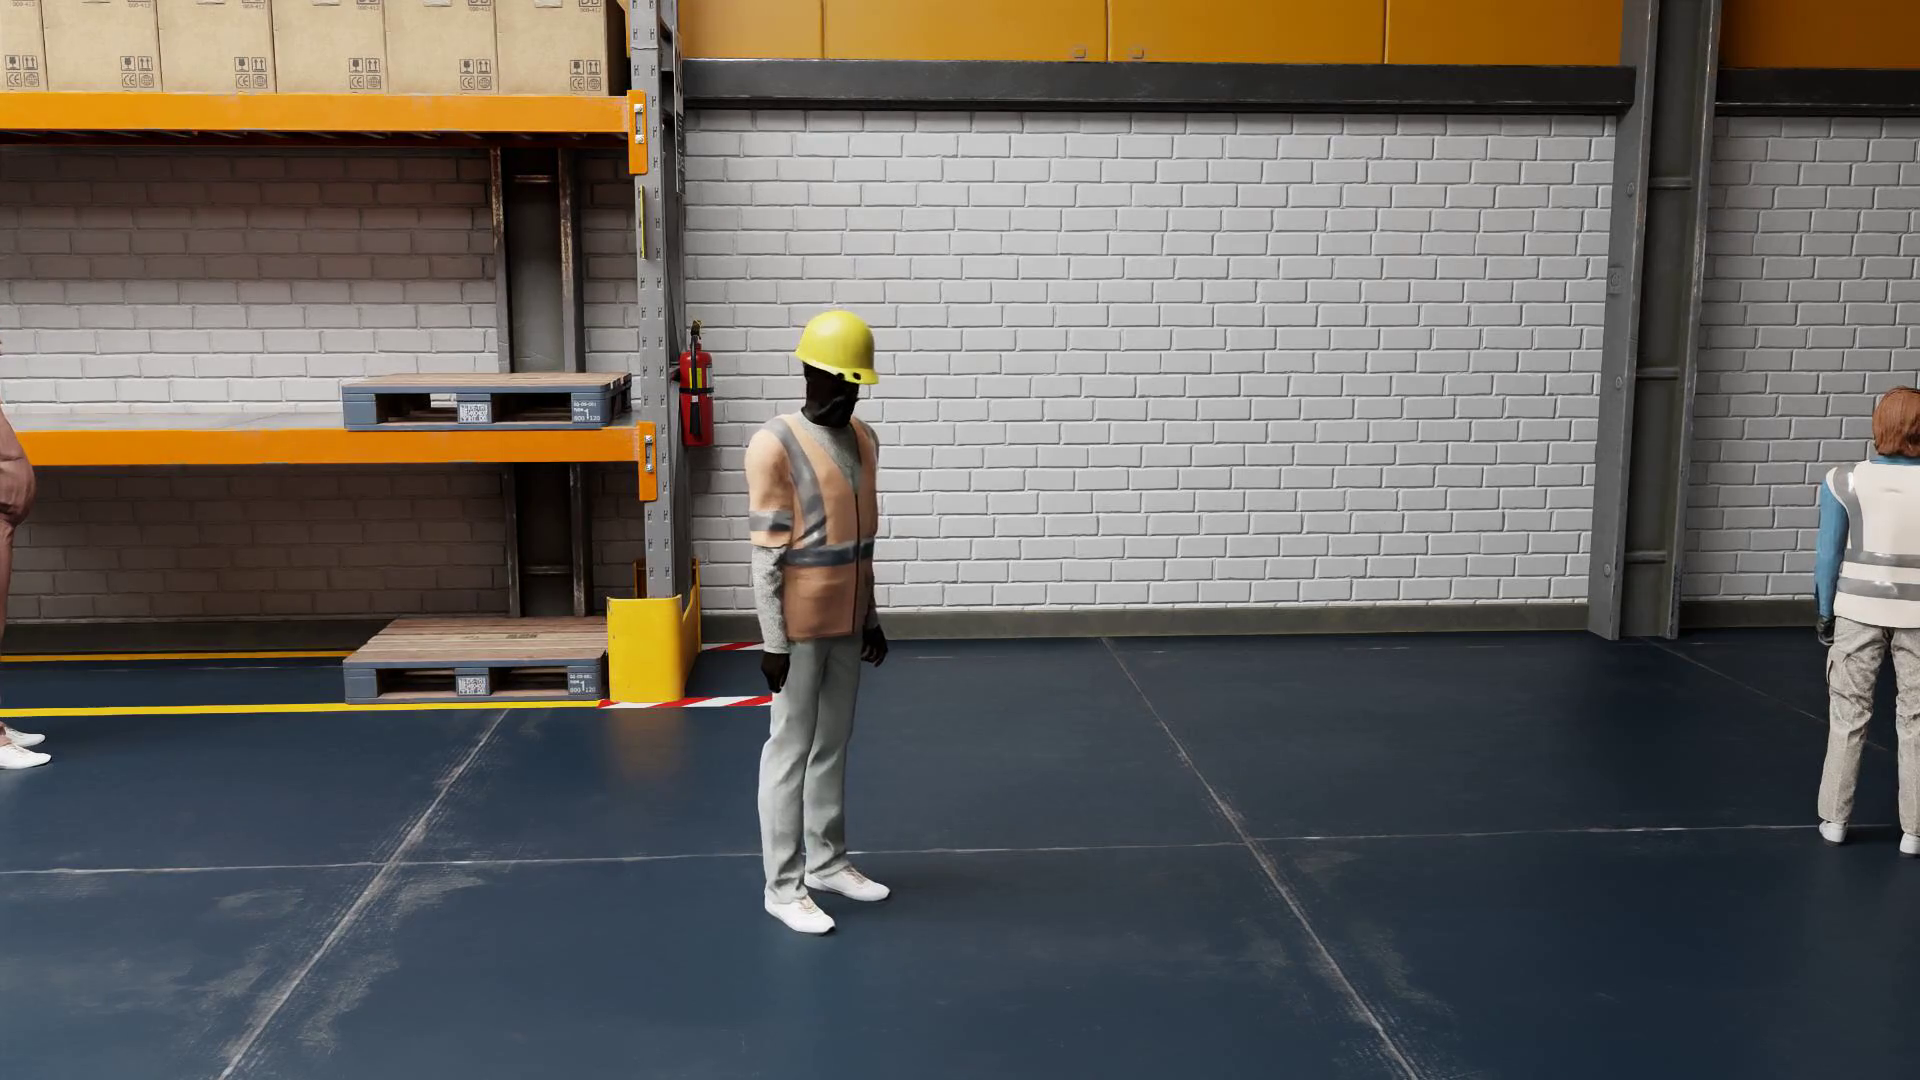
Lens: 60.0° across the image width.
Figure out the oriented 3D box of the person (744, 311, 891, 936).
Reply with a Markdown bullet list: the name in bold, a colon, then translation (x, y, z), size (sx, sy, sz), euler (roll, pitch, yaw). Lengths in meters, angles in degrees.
- **person**: translation (-0.416, 0.246, 5.208), size (0.398, 1.914, 0.589), euler (6, 11, 31)

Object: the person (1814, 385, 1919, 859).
- **person**: translation (3.248, 0.288, 5.796), size (0.513, 1.645, 0.307), euler (6, 11, 35)

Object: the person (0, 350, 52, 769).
- **person**: translation (-4.027, -0.010, 6.860), size (0.409, 1.904, 0.640), euler (-5, 10, -30)
